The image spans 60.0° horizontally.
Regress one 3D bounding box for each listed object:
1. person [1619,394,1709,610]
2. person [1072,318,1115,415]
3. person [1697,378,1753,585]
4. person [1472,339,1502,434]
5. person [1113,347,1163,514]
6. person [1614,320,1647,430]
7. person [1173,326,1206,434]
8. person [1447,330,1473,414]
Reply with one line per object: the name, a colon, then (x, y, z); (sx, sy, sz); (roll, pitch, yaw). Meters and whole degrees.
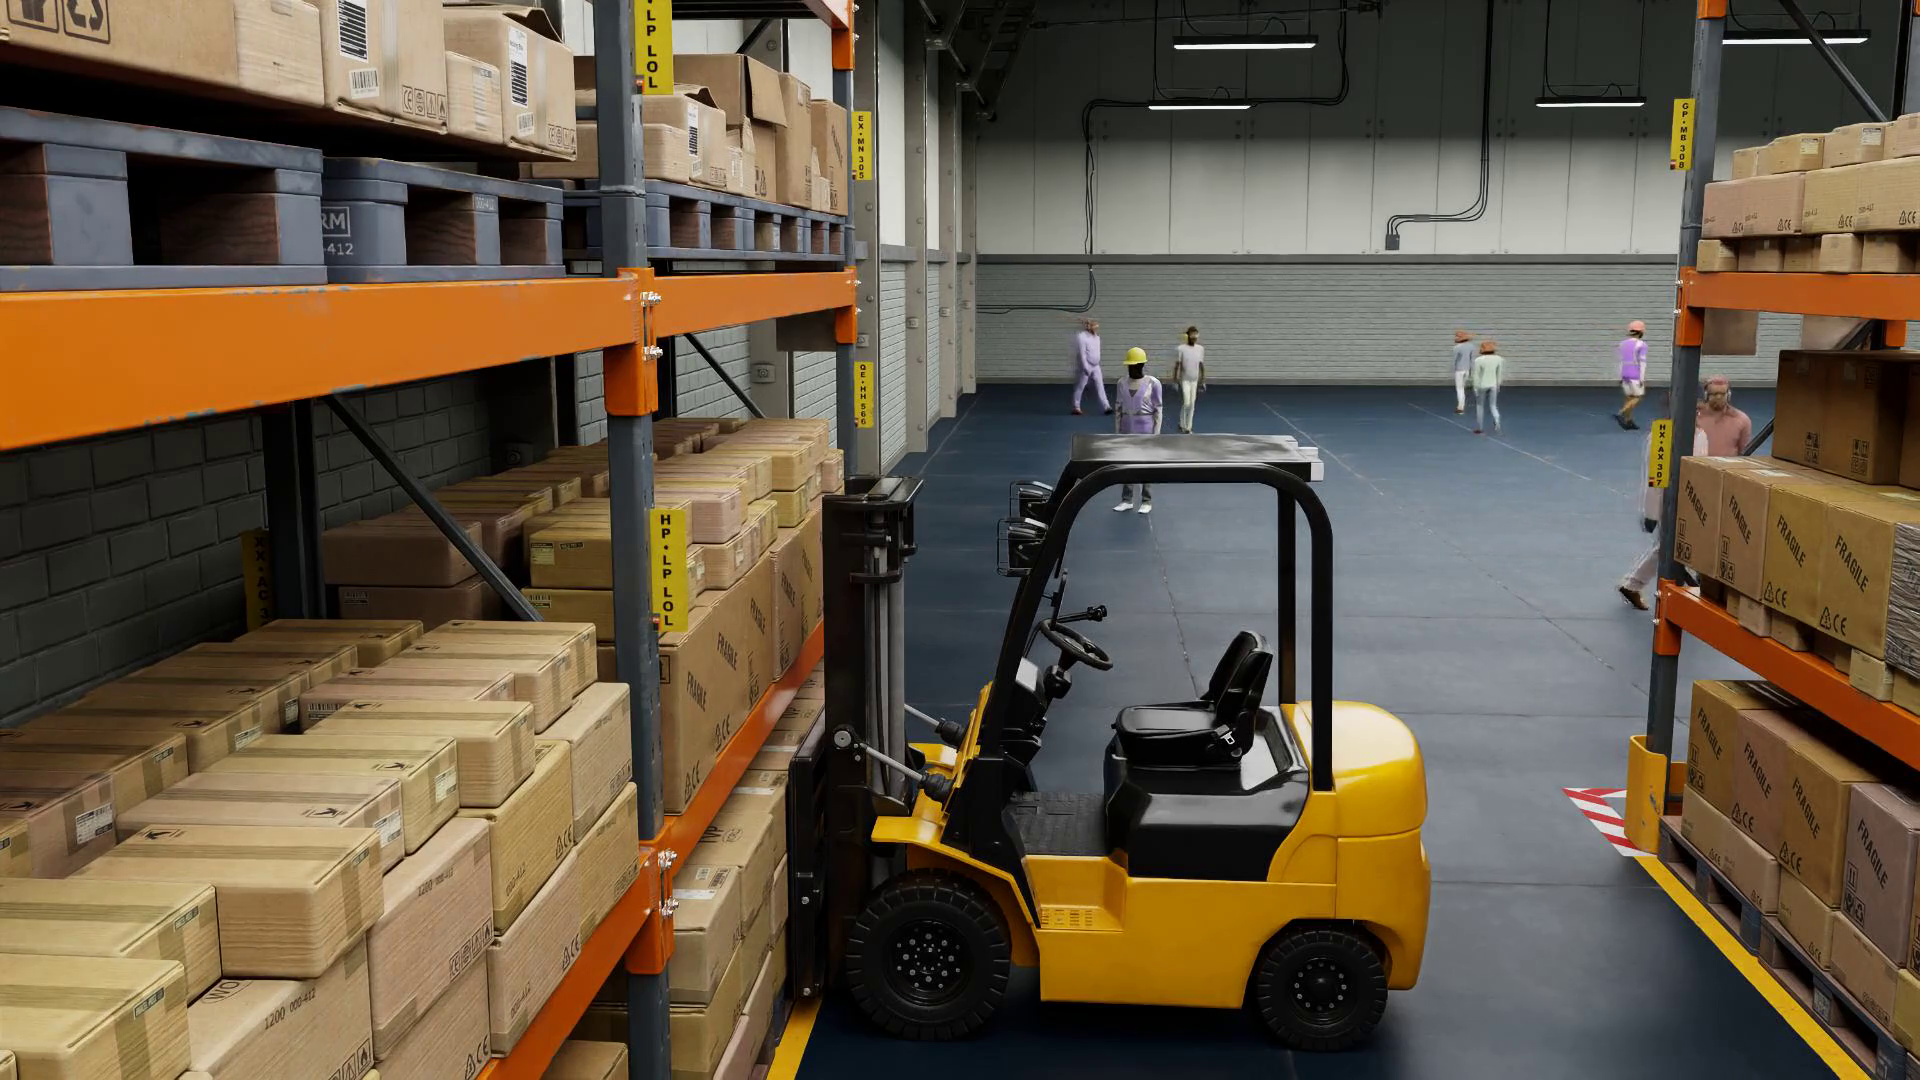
person: (5.781, -0.284, 13.494); (0.640, 1.874, 0.945); (-7, 12, -36)
person: (2.536, -3.289, 31.727); (0.990, 1.858, 0.654); (9, 13, 43)
person: (6.826, -0.540, 15.075); (0.669, 1.851, 0.989); (2, 10, 11)
person: (8.919, -2.579, 28.107); (0.518, 1.616, 0.539); (-1, 9, -8)
person: (2.044, -1.266, 19.265); (0.593, 1.922, 0.383); (6, 11, 34)
person: (11.642, -2.855, 28.897); (0.584, 1.925, 0.547); (-4, 10, -24)
person: (3.859, -2.652, 27.863); (0.502, 1.859, 0.461); (-4, 10, -22)
person: (9.641, -3.256, 32.201); (0.533, 1.618, 0.461); (-5, 11, -30)
